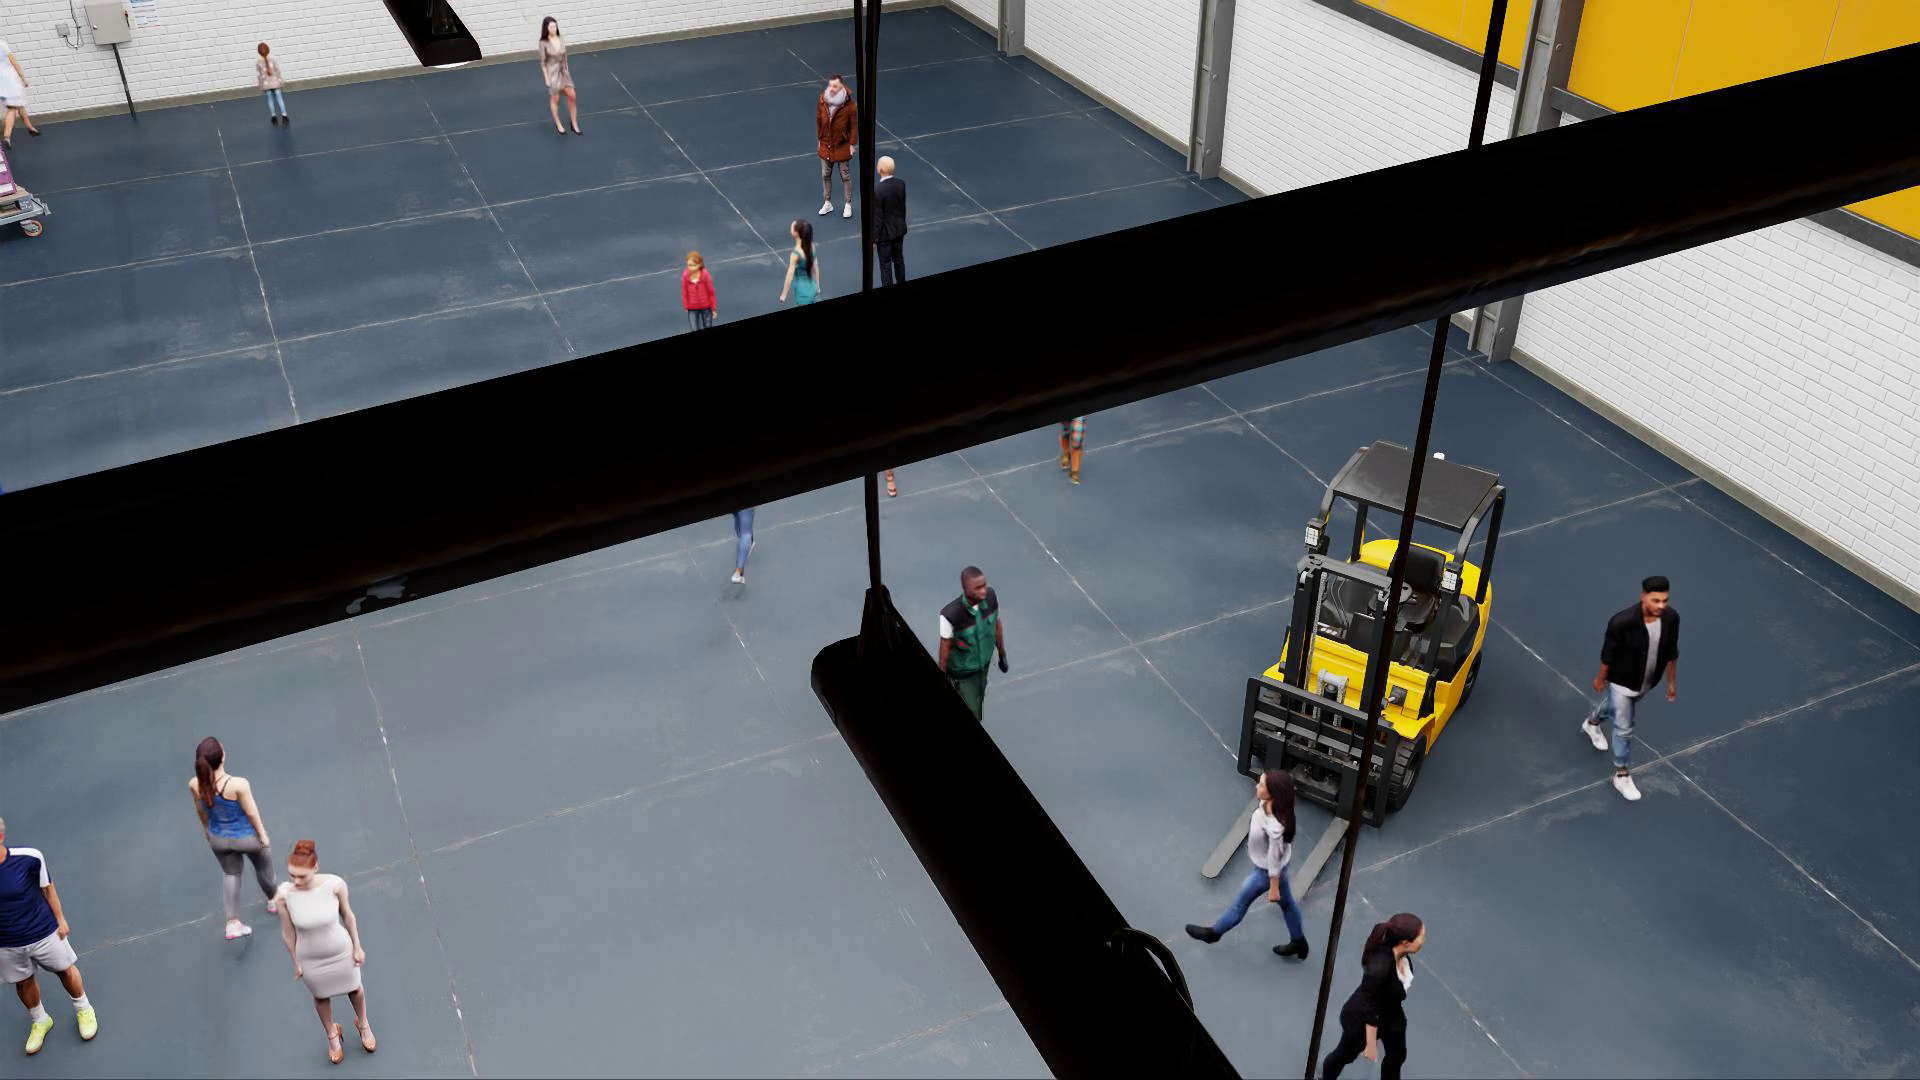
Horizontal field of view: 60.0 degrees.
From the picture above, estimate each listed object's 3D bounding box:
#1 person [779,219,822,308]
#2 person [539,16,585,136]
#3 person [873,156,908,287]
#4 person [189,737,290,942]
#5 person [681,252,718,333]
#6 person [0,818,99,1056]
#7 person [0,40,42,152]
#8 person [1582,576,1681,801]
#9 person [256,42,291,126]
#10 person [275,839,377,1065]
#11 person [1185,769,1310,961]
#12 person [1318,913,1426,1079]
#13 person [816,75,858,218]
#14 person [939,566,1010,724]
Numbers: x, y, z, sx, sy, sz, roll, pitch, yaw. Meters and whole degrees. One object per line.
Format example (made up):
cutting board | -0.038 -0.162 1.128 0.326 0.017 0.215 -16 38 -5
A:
person | -1.589 -2.622 17.887 0.938 1.659 0.853 14 36 20
person | -5.849 -6.681 23.934 0.853 1.726 0.772 29 43 36
person | -0.813 -3.552 19.159 0.723 1.800 0.761 28 42 35
person | -4.819 1.991 11.002 0.818 1.598 0.984 1 34 2
person | -2.818 -2.551 18.115 0.718 1.288 0.925 -2 34 -4
person | -5.745 2.379 10.201 0.650 1.838 0.571 -11 35 -16
person | -13.428 -6.353 23.395 1.085 1.775 1.270 5 34 8
person | 4.974 0.954 12.411 0.858 1.765 1.217 -7 34 -11
person | -10.146 -6.722 24.475 0.487 1.194 0.448 -14 36 -20
person | -3.829 2.493 10.069 0.577 1.794 0.508 -12 35 -17
person | 2.090 2.145 10.788 1.093 1.578 1.075 9 35 13
person | 2.356 2.770 9.803 0.987 1.627 0.870 25 41 33
person | -1.601 -5.085 21.430 0.858 1.839 0.908 8 34 12
person | 0.011 0.902 12.437 0.810 1.824 0.807 27 42 34
